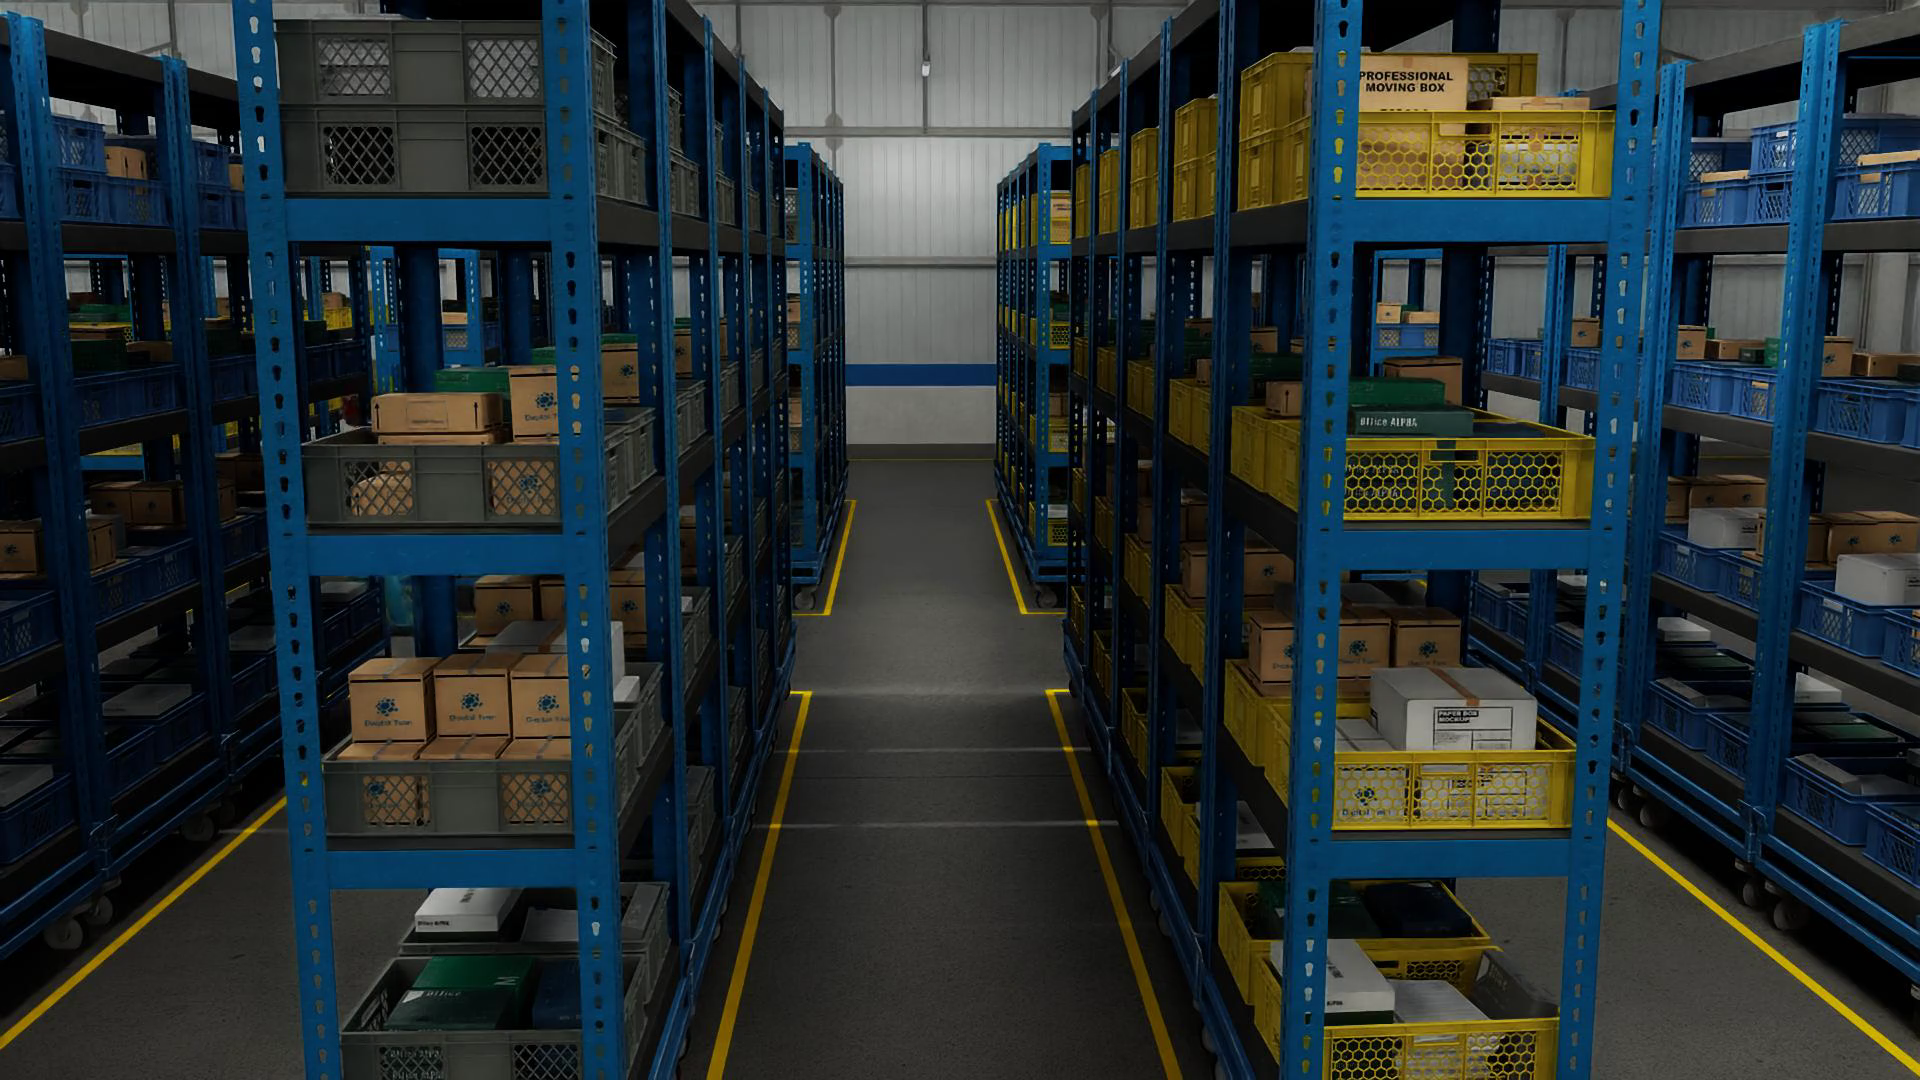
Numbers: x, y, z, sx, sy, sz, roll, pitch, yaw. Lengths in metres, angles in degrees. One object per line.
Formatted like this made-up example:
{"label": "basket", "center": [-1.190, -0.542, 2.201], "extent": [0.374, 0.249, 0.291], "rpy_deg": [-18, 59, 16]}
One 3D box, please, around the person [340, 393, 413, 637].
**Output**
{"label": "person", "center": [-4.402, -0.198, 12.146], "extent": [0.992, 1.791, 0.586], "rpy_deg": [3, 10, 18]}
